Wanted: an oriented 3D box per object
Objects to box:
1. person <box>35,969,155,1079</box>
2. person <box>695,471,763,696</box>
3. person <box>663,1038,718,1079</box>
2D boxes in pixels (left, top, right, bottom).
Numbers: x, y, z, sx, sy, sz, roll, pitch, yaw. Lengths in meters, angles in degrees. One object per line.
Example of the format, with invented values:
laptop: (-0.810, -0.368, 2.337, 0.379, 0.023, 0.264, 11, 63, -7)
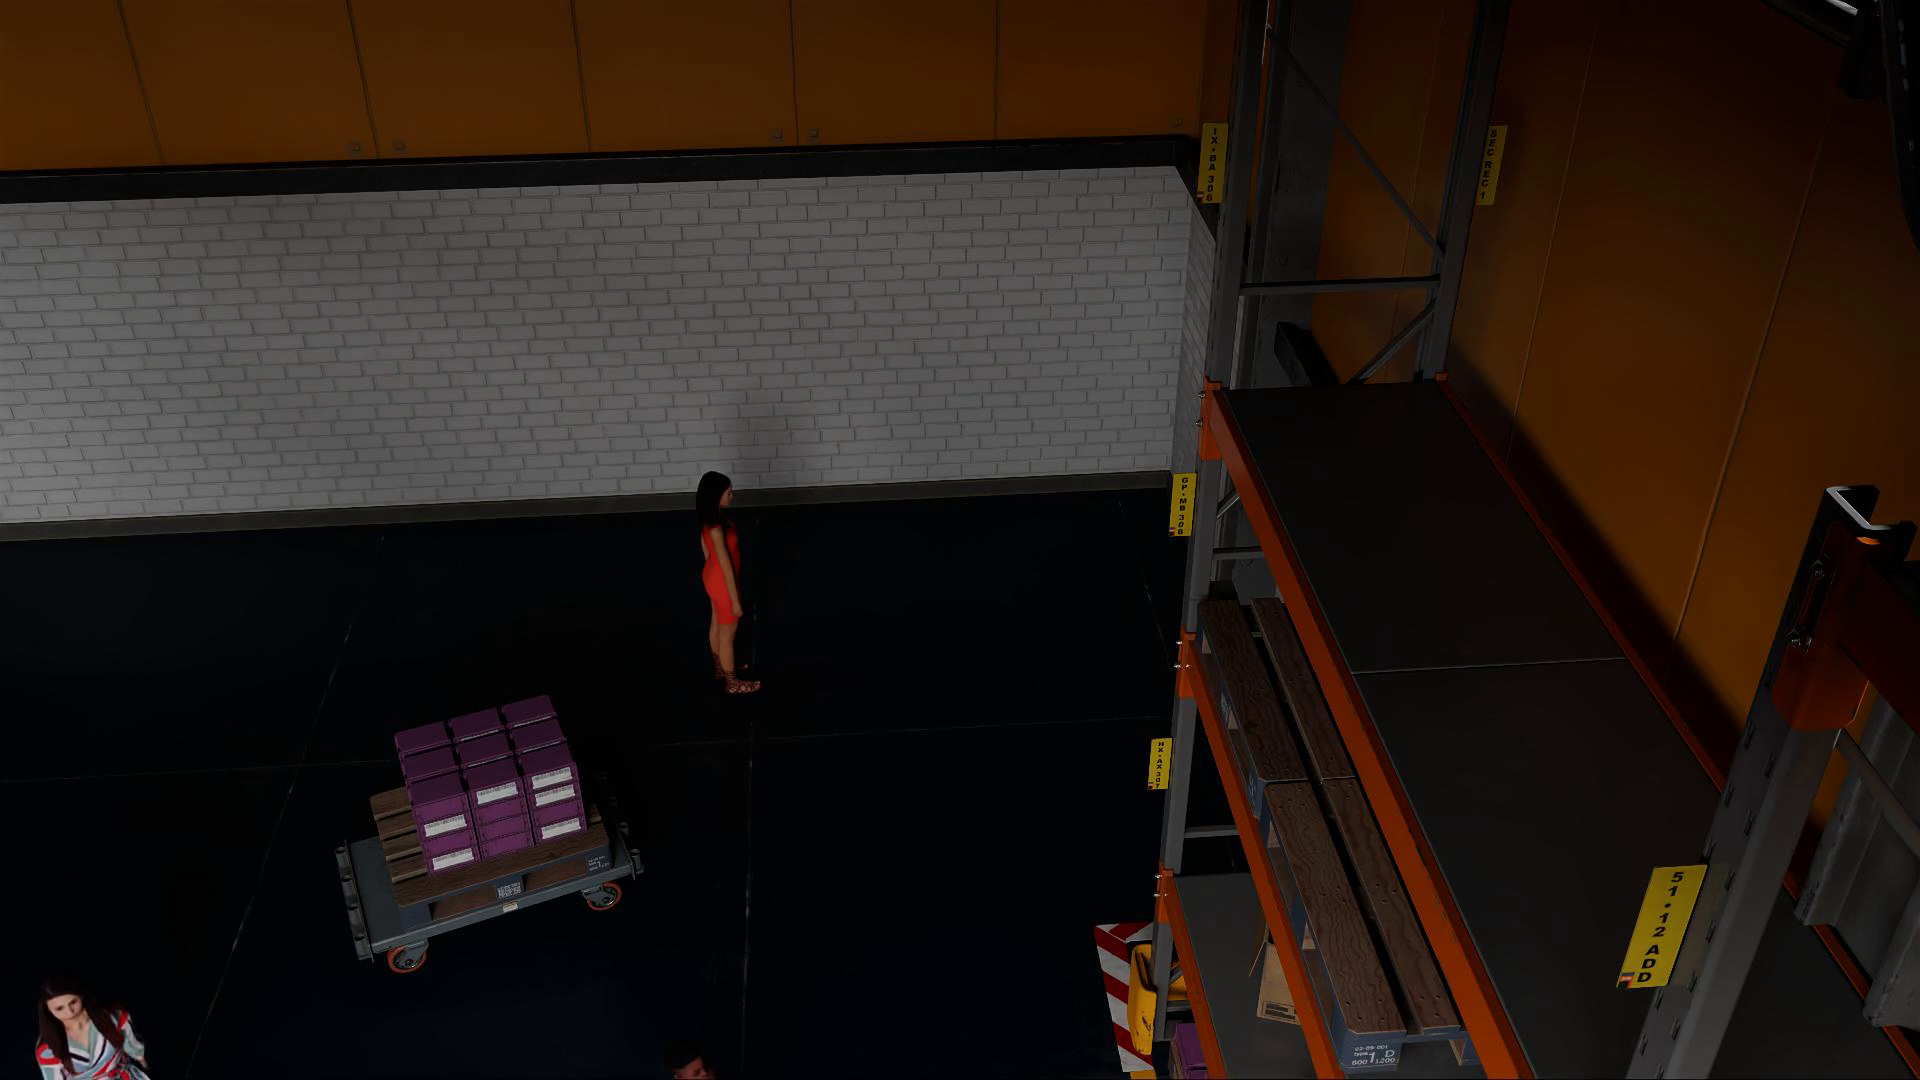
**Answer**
person: (-4.117, 2.604, 7.999, 0.812, 1.593, 0.903, -22, 39, -29)
person: (-1.627, 0.296, 11.354, 0.715, 1.722, 0.575, -14, 36, -20)
person: (-1.253, 2.839, 7.950, 0.652, 1.255, 0.541, 11, 35, 16)
